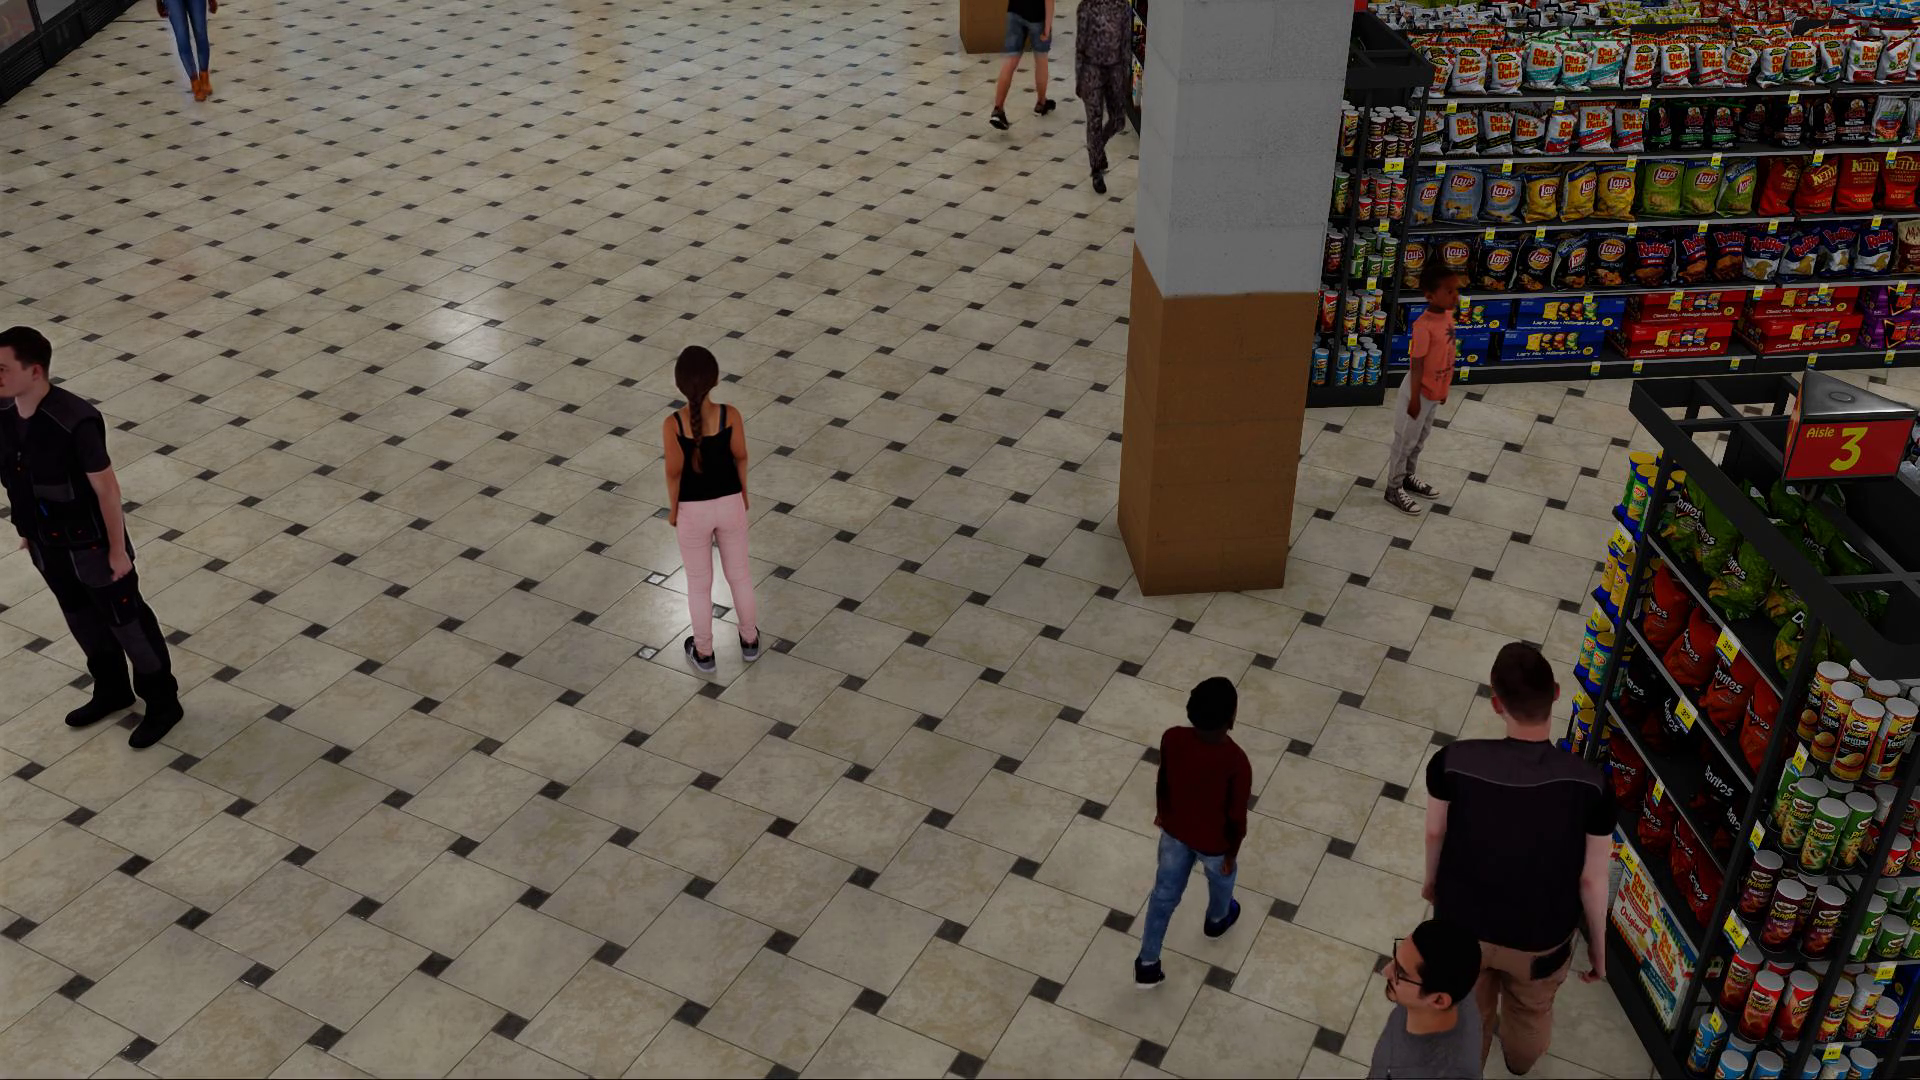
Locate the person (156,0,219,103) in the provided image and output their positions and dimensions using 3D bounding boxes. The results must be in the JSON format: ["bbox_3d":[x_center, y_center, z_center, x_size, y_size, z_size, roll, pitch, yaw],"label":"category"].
[{"bbox_3d":[-6.760,-4.736,14.484,0.925,1.694,0.893,-15,35,-23],"label":"person"}]

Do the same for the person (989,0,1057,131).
[{"bbox_3d":[0.500,-4.252,13.594,1.243,1.812,1.175,15,35,23],"label":"person"}]

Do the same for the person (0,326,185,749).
[{"bbox_3d":[-3.574,-0.008,6.743,0.728,1.846,0.871,13,34,20],"label":"person"}]

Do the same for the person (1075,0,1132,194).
[{"bbox_3d":[1.055,-3.499,12.483,0.727,1.709,0.684,-6,32,-9],"label":"person"}]

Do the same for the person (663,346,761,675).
[{"bbox_3d":[-1.077,-0.129,7.201,0.530,1.566,0.640,-12,34,-18],"label":"person"}]

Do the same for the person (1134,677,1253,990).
[{"bbox_3d":[0.784,1.016,5.667,0.872,1.242,0.868,17,36,25],"label":"person"}]

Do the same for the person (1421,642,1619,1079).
[{"bbox_3d":[1.565,1.184,4.878,1.123,1.791,1.098,15,35,22],"label":"person"}]

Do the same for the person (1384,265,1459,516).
[{"bbox_3d":[2.363,-0.786,8.499,0.625,1.310,0.564,24,39,34],"label":"person"}]
